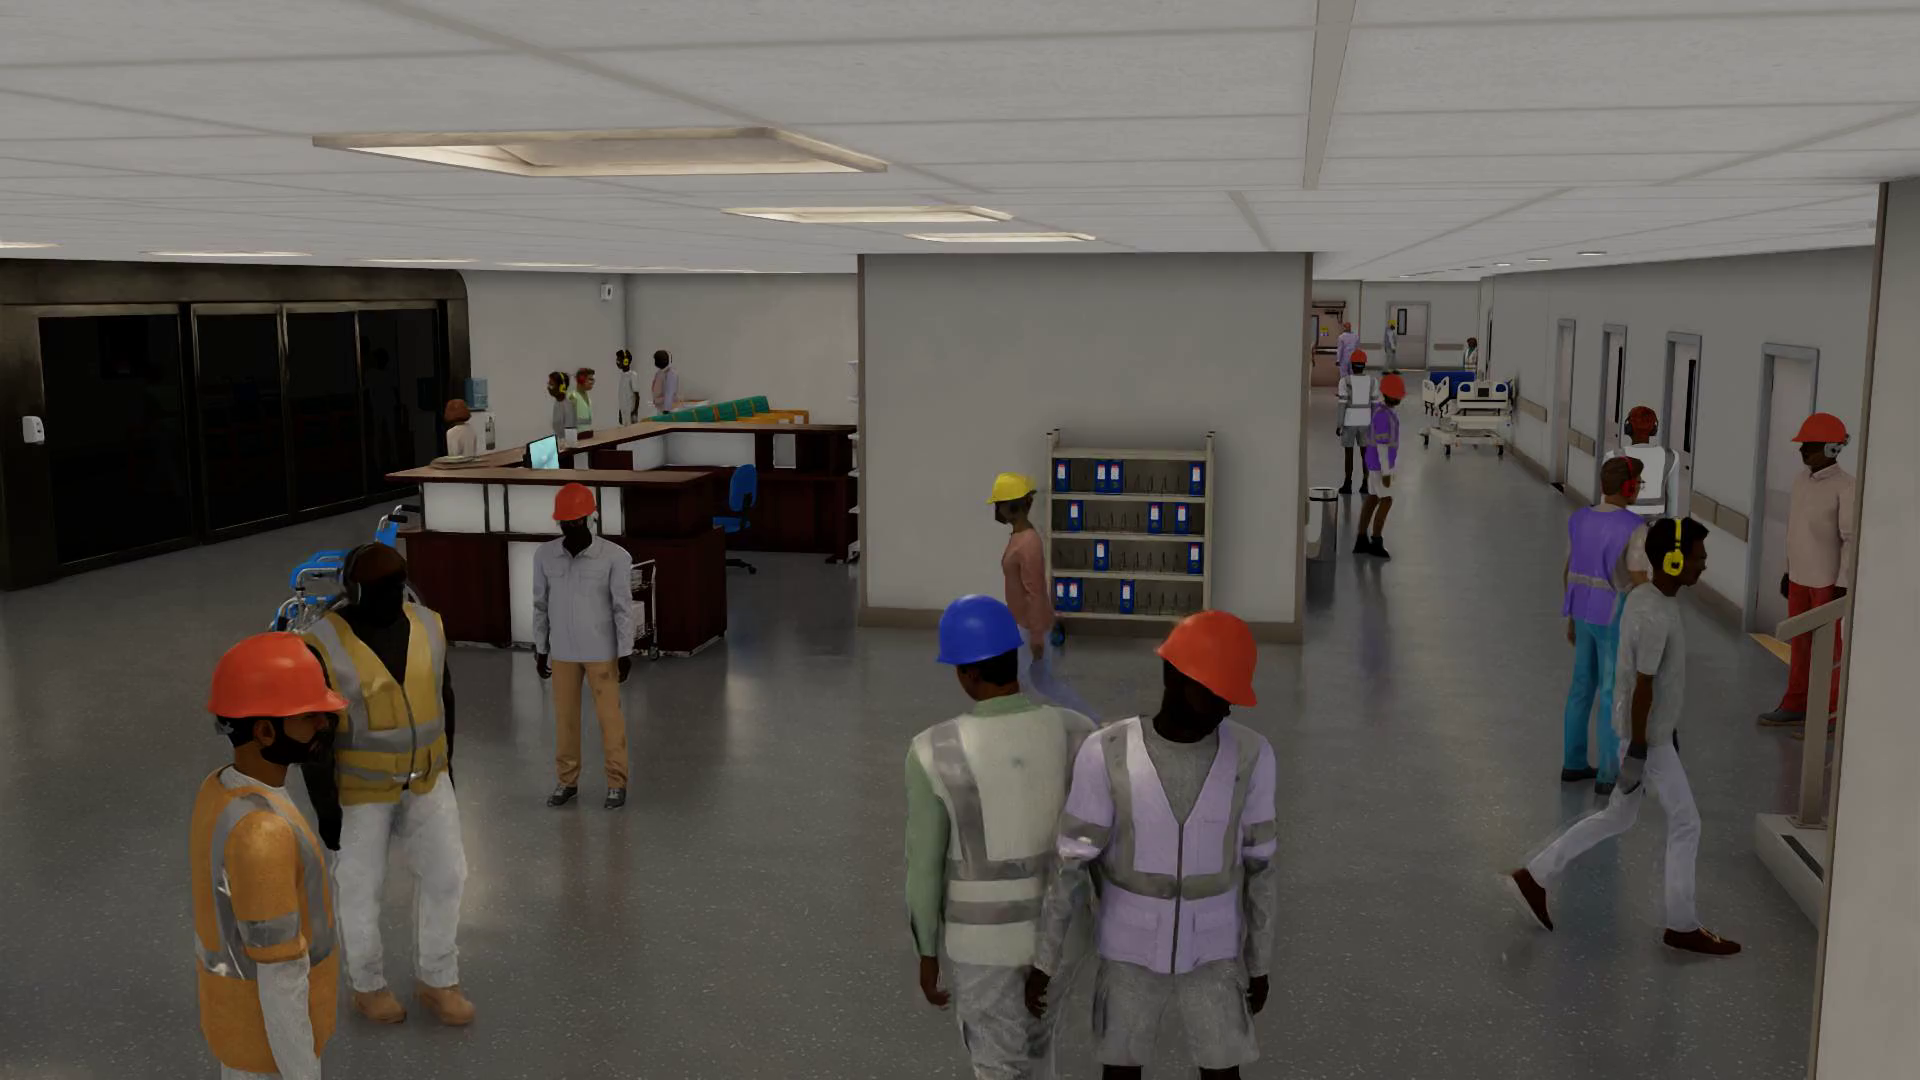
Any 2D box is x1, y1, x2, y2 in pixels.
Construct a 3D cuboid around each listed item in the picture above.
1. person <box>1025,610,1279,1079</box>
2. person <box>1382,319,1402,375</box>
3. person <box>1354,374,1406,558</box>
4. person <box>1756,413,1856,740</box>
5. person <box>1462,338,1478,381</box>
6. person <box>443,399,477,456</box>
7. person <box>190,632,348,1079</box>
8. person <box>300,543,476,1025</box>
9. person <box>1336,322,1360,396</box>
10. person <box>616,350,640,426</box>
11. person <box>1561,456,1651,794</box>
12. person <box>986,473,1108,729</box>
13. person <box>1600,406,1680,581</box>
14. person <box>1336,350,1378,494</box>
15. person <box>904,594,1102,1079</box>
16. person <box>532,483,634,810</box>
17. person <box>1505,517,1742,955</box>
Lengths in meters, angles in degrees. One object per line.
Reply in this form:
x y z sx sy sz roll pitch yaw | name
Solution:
0.507 1.113 4.556 0.706 1.907 0.509 0 9 0 | person
13.855 -6.167 53.253 0.677 1.786 0.631 1 9 7 | person
4.303 -0.762 17.049 0.478 1.886 0.608 3 9 16 | person
5.222 0.221 10.159 0.391 1.995 0.613 -1 9 -6 | person
11.875 -3.879 38.586 0.315 1.629 0.509 -5 10 -32 | person
-5.085 -0.621 16.986 0.299 1.627 0.551 2 9 13 | person
-1.632 1.175 4.026 0.362 1.935 0.553 -6 10 -33 | person
-2.060 0.920 6.096 0.680 1.821 0.651 8 12 43 | person
9.904 -4.624 42.631 0.639 1.903 0.409 -4 9 -23 | person
-4.846 -1.840 24.272 0.315 1.865 0.526 -6 10 -35 | person
3.513 0.460 9.077 0.376 1.841 0.579 -3 9 -21 | person
0.465 0.472 9.413 0.822 1.724 0.557 0 9 -2 | person
5.017 -0.052 12.347 0.574 1.883 0.355 0 9 0 | person
5.312 -1.580 22.312 0.553 1.935 0.364 -1 9 -7 | person
0.193 1.108 4.636 0.646 1.902 0.881 -3 9 -19 | person
-1.991 0.561 8.750 0.563 1.742 0.361 2 9 11 | person
2.776 0.800 6.884 0.871 1.831 0.520 2 9 13 | person
